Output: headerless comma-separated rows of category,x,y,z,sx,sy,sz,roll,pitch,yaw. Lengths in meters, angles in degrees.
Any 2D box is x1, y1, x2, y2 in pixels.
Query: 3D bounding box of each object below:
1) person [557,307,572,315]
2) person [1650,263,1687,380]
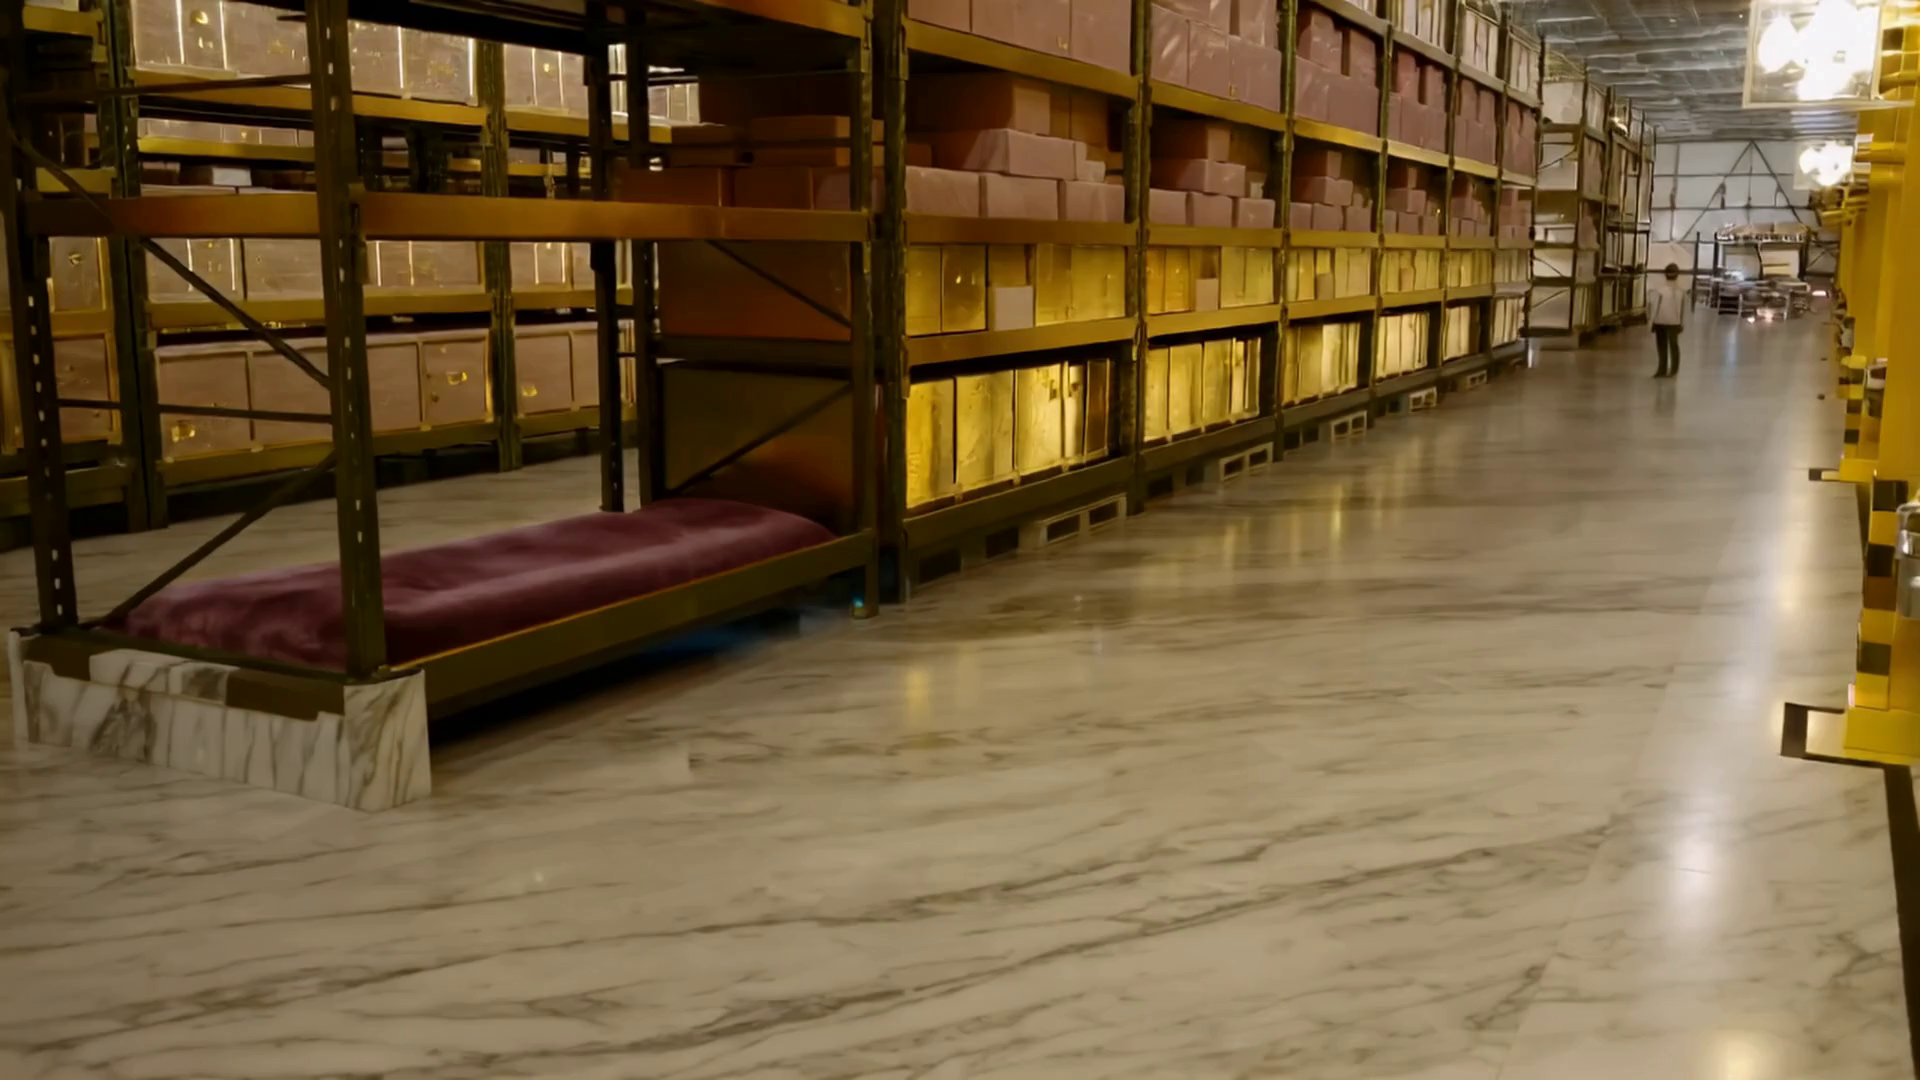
person,-5.600,-2.852,24.112,0.528,1.758,0.483,5,11,28
person,12.134,-3.730,28.495,0.611,1.996,0.378,-3,10,-16
